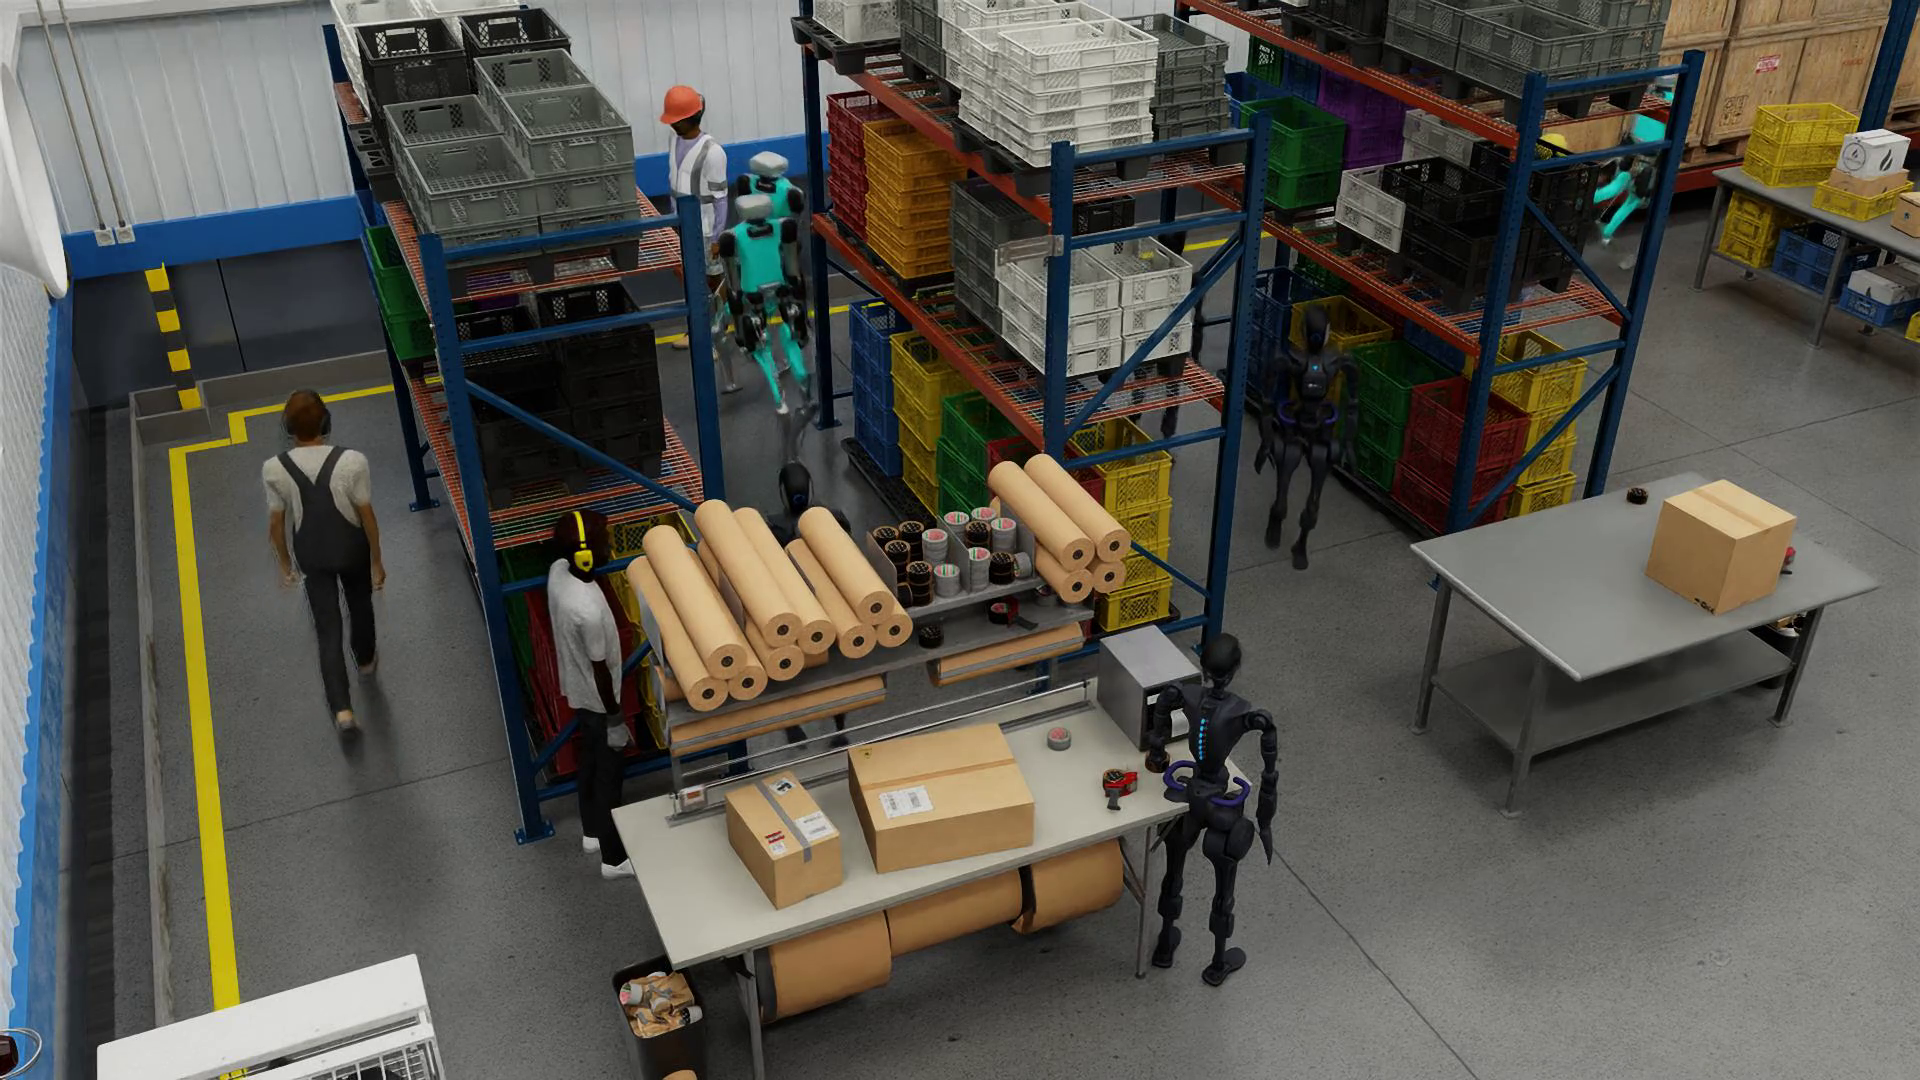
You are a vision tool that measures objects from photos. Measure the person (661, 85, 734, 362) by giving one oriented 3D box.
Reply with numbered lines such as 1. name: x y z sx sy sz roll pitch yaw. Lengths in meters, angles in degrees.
1. person: -1.905 -2.268 11.972 0.381 2.035 0.604 -27 41 -36

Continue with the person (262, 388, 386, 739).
1. person: -3.150 0.101 8.349 0.525 1.804 0.921 -9 33 -14

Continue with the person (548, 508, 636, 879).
1. person: -1.591 0.682 7.338 0.309 1.868 0.529 -17 35 -25

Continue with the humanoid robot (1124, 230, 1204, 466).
1. humanoid robot: 1.269 -1.241 10.668 0.610 1.640 0.415 19 37 28

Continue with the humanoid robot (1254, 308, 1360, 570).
1. humanoid robot: 2.001 -0.578 9.564 0.588 1.650 0.349 2 32 4

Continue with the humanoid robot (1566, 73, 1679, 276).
1. humanoid robot: 5.193 -2.844 13.215 1.035 1.732 0.536 -10 33 -15

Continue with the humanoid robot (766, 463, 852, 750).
1. humanoid robot: -0.752 0.368 8.036 0.611 1.639 0.567 -12 34 -19

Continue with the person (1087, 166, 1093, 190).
1. person: 0.845 -2.768 12.978 0.610 1.836 0.413 -21 38 -31

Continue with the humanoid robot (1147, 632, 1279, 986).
1. humanoid robot: 1.007 1.096 6.831 0.599 1.659 0.315 18 36 26

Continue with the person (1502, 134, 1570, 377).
1. person: 4.052 -2.019 11.833 0.373 1.754 0.553 -3 32 -5

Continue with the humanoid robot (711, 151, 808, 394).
1. humanoid robot: -1.440 -1.721 11.396 0.581 1.742 1.045 17 35 25

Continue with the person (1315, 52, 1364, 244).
1. person: 3.108 -3.230 13.716 0.633 1.841 0.429 -18 36 -27

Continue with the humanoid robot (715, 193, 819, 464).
1. humanoid robot: -1.150 -1.268 10.639 0.558 1.780 0.765 -16 35 -23
